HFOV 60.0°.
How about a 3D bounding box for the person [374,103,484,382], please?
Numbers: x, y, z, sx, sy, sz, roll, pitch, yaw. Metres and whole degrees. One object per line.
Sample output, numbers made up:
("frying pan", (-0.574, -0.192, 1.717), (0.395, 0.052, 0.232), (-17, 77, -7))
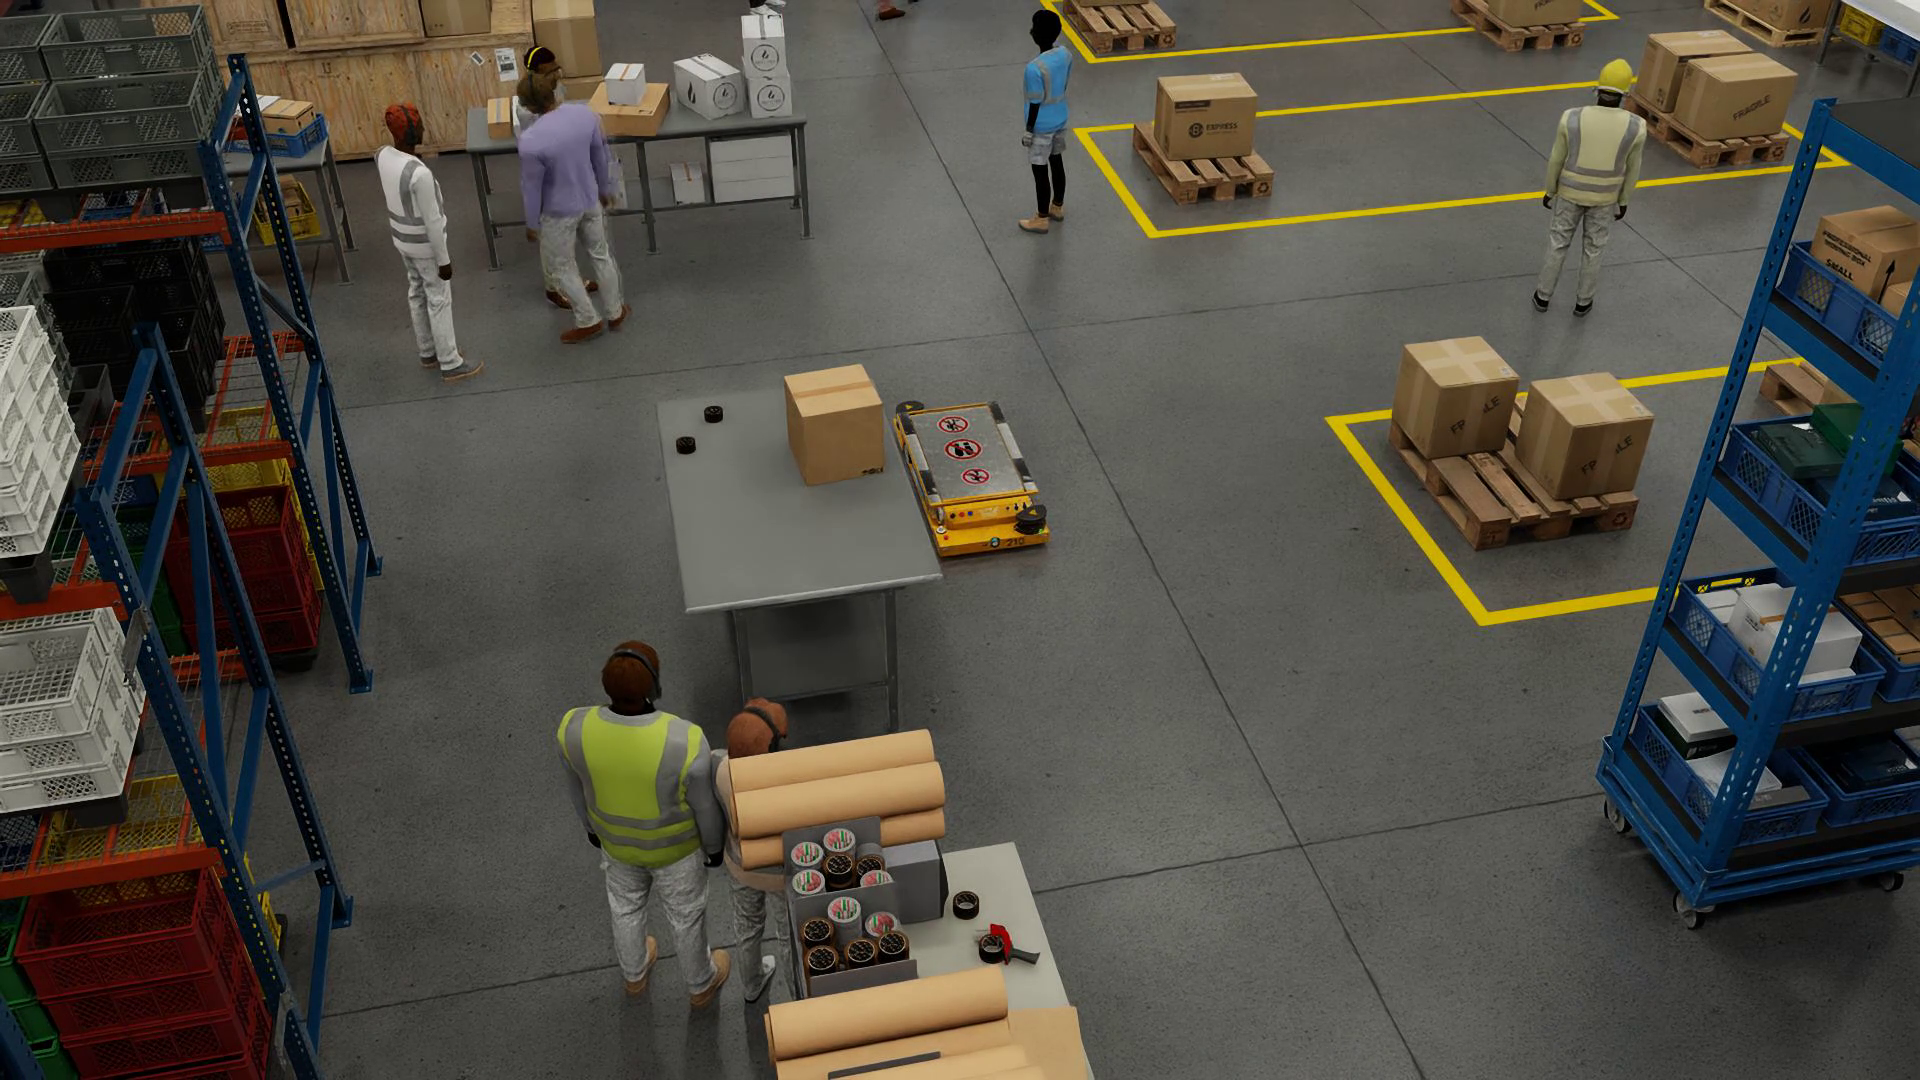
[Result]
("person", (-3.470, -1.915, 10.770), (0.354, 1.879, 0.566), (-29, 46, -33))

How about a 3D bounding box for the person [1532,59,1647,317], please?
("person", (4.334, -2.412, 11.472), (0.592, 1.833, 0.404), (12, 38, 15))

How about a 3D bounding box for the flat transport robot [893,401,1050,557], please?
("flat transport robot", (0.046, -0.430, 10.108), (0.652, 0.197, 1.431), (-8, 37, -10))

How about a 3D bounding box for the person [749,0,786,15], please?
("person", (-2.007, -6.207, 16.501), (0.391, 1.922, 0.593), (6, 37, 9))

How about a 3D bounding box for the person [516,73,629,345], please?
("person", (-2.590, -2.233, 11.176), (0.356, 1.909, 0.730), (24, 43, 29))

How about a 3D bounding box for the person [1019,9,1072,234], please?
("person", (0.641, -3.164, 12.596), (0.317, 1.695, 0.540), (21, 42, 26))

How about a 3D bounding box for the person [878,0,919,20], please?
("person", (-0.532, -6.193, 16.537), (0.943, 1.858, 0.666), (-28, 45, -32))

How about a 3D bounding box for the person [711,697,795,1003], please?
("person", (-0.759, 1.300, 6.647), (0.512, 1.637, 0.307), (17, 40, 21))

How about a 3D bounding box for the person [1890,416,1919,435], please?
("person", (4.236, 0.102, 7.959), (0.387, 1.992, 0.626), (9, 38, 12))

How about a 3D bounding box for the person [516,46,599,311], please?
("person", (-2.816, -2.532, 11.611), (0.317, 1.862, 0.523), (15, 39, 20))

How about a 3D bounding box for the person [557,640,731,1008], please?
("person", (-1.230, 1.163, 6.673), (0.629, 1.837, 0.430), (7, 37, 9))
